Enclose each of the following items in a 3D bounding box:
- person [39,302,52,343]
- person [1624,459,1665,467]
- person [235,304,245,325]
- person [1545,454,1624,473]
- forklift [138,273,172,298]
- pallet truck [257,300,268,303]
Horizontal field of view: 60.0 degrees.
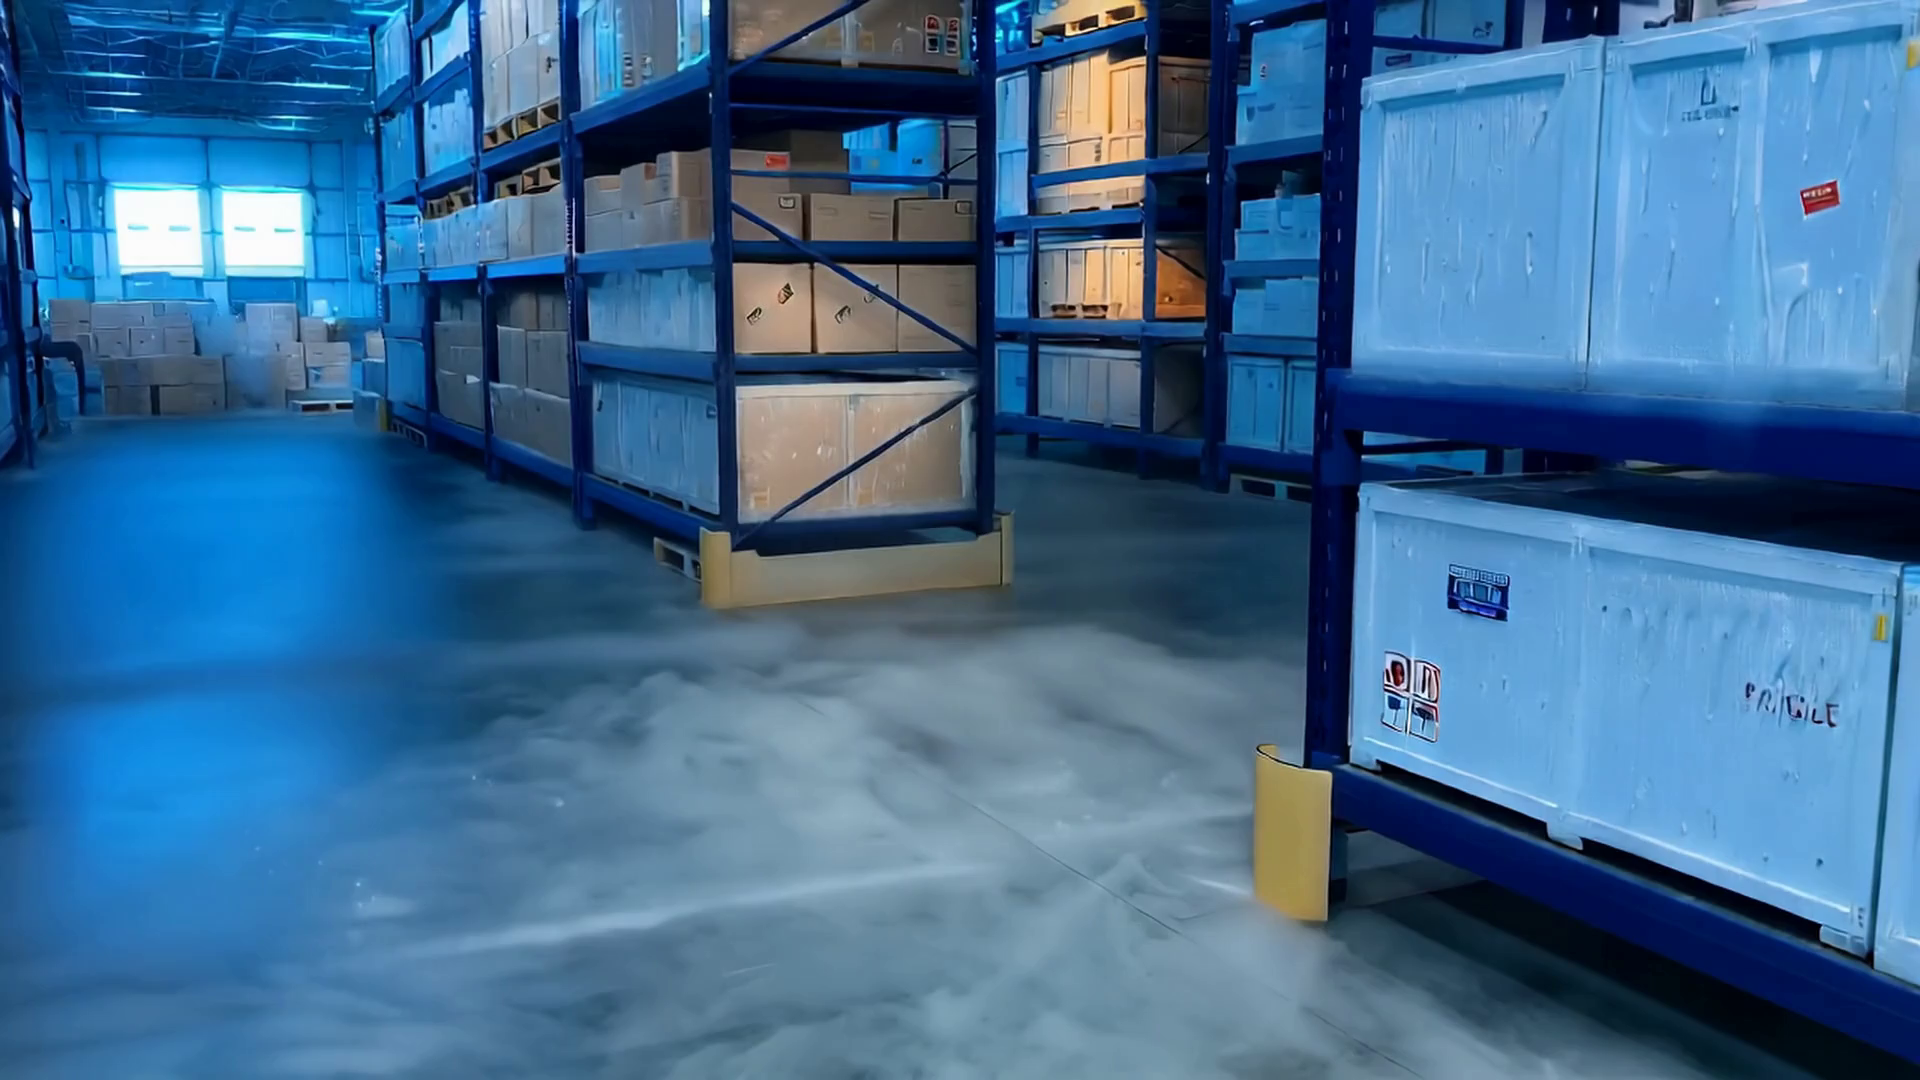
[{"bbox_3d":[-31.734,-7.325,57.957,0.848,1.894,0.599,-3,9,-20],"label":"person"},{"bbox_3d":[3.138,0.048,7.370,0.463,1.827,0.578,-4,9,-26],"label":"person"},{"bbox_3d":[-17.530,-4.790,40.480,0.997,1.903,0.636,-2,8,-13],"label":"person"},{"bbox_3d":[2.998,-0.114,8.244,0.650,1.911,0.406,-5,9,-30],"label":"person"},{"bbox_3d":[-24.694,-6.828,51.173,1.129,2.768,1.873,0,8,2],"label":"forklift"},{"bbox_3d":[-23.913,-7.404,58.171,1.885,1.965,0.823,-1,8,-9],"label":"pallet truck"}]
